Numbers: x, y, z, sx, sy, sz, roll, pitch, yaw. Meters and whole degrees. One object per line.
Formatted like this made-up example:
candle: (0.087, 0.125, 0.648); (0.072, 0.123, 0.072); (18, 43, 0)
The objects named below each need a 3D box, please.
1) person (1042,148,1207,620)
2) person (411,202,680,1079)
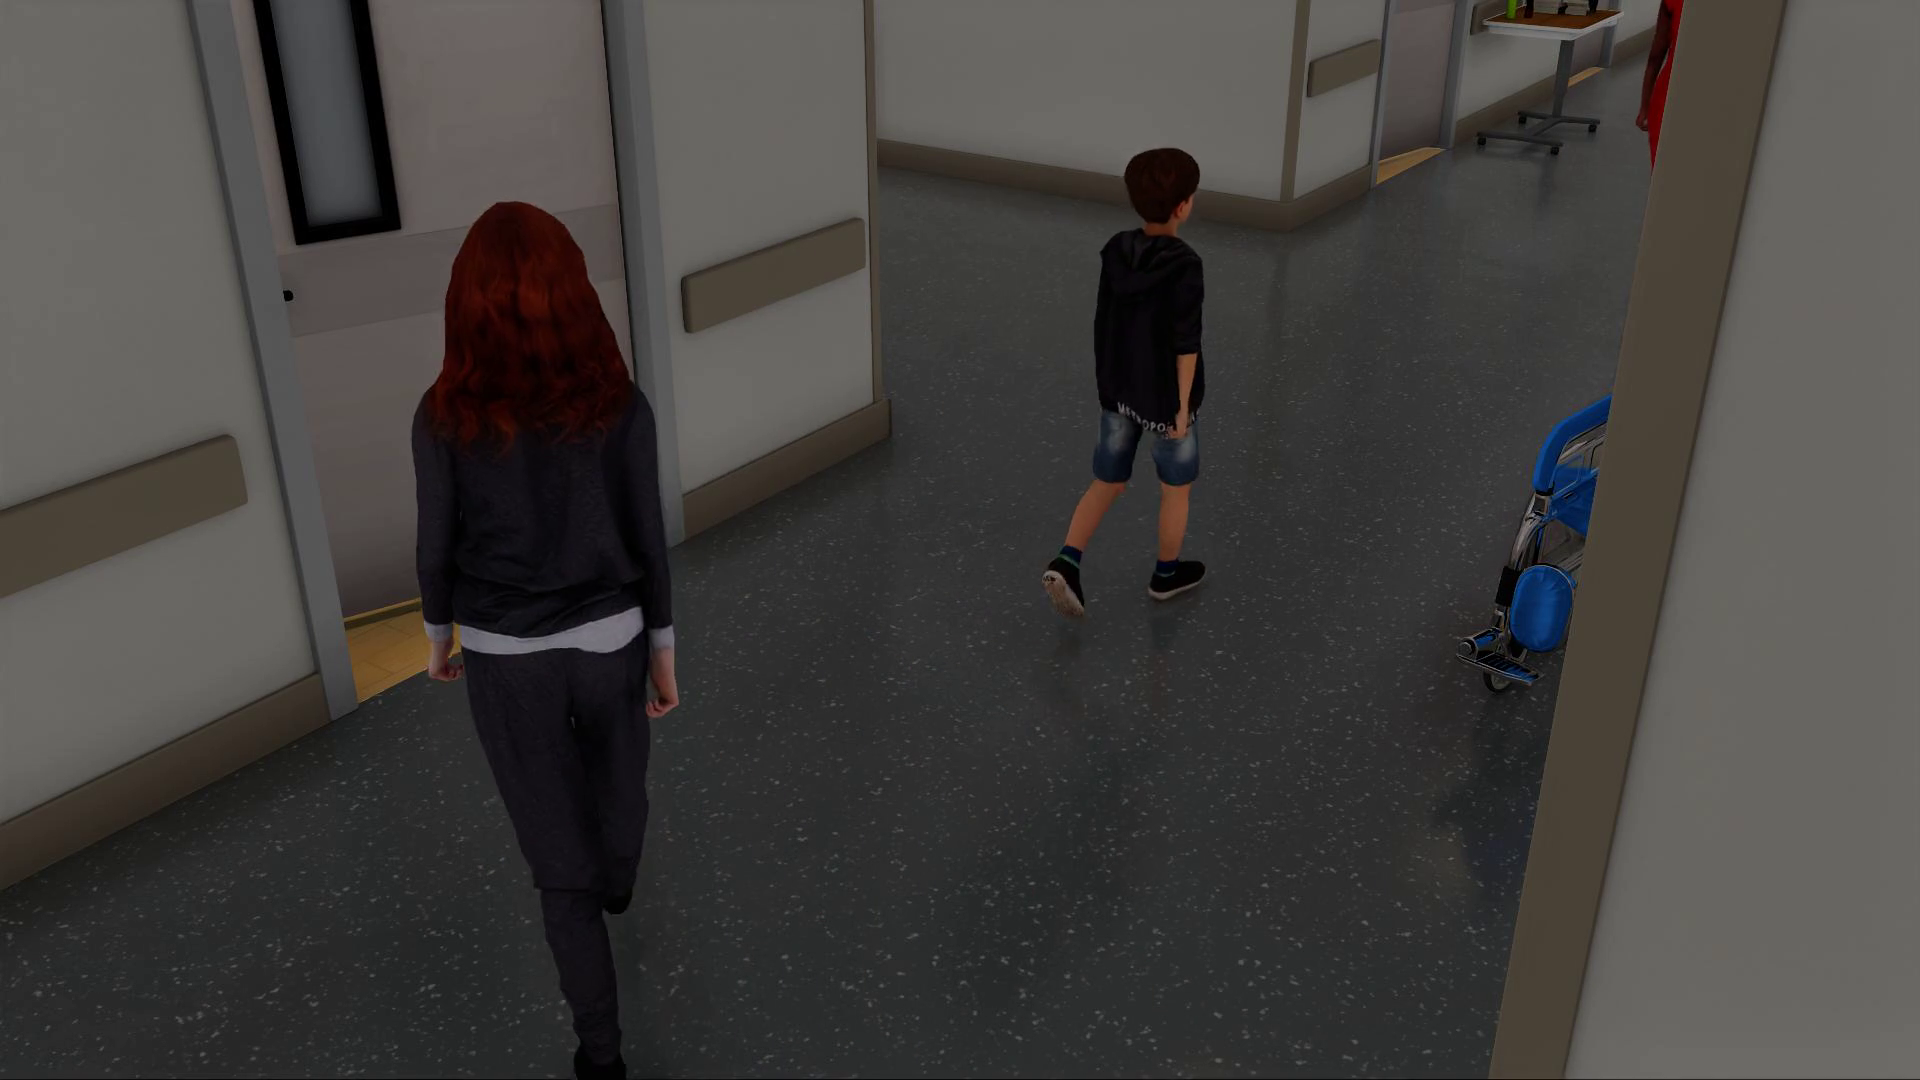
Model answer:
person: (0.507, -0.423, 4.914); (0.608, 1.432, 0.917); (22, 33, 37)
person: (-0.725, 0.304, 3.052); (1.078, 1.740, 1.065); (-9, 27, -17)
